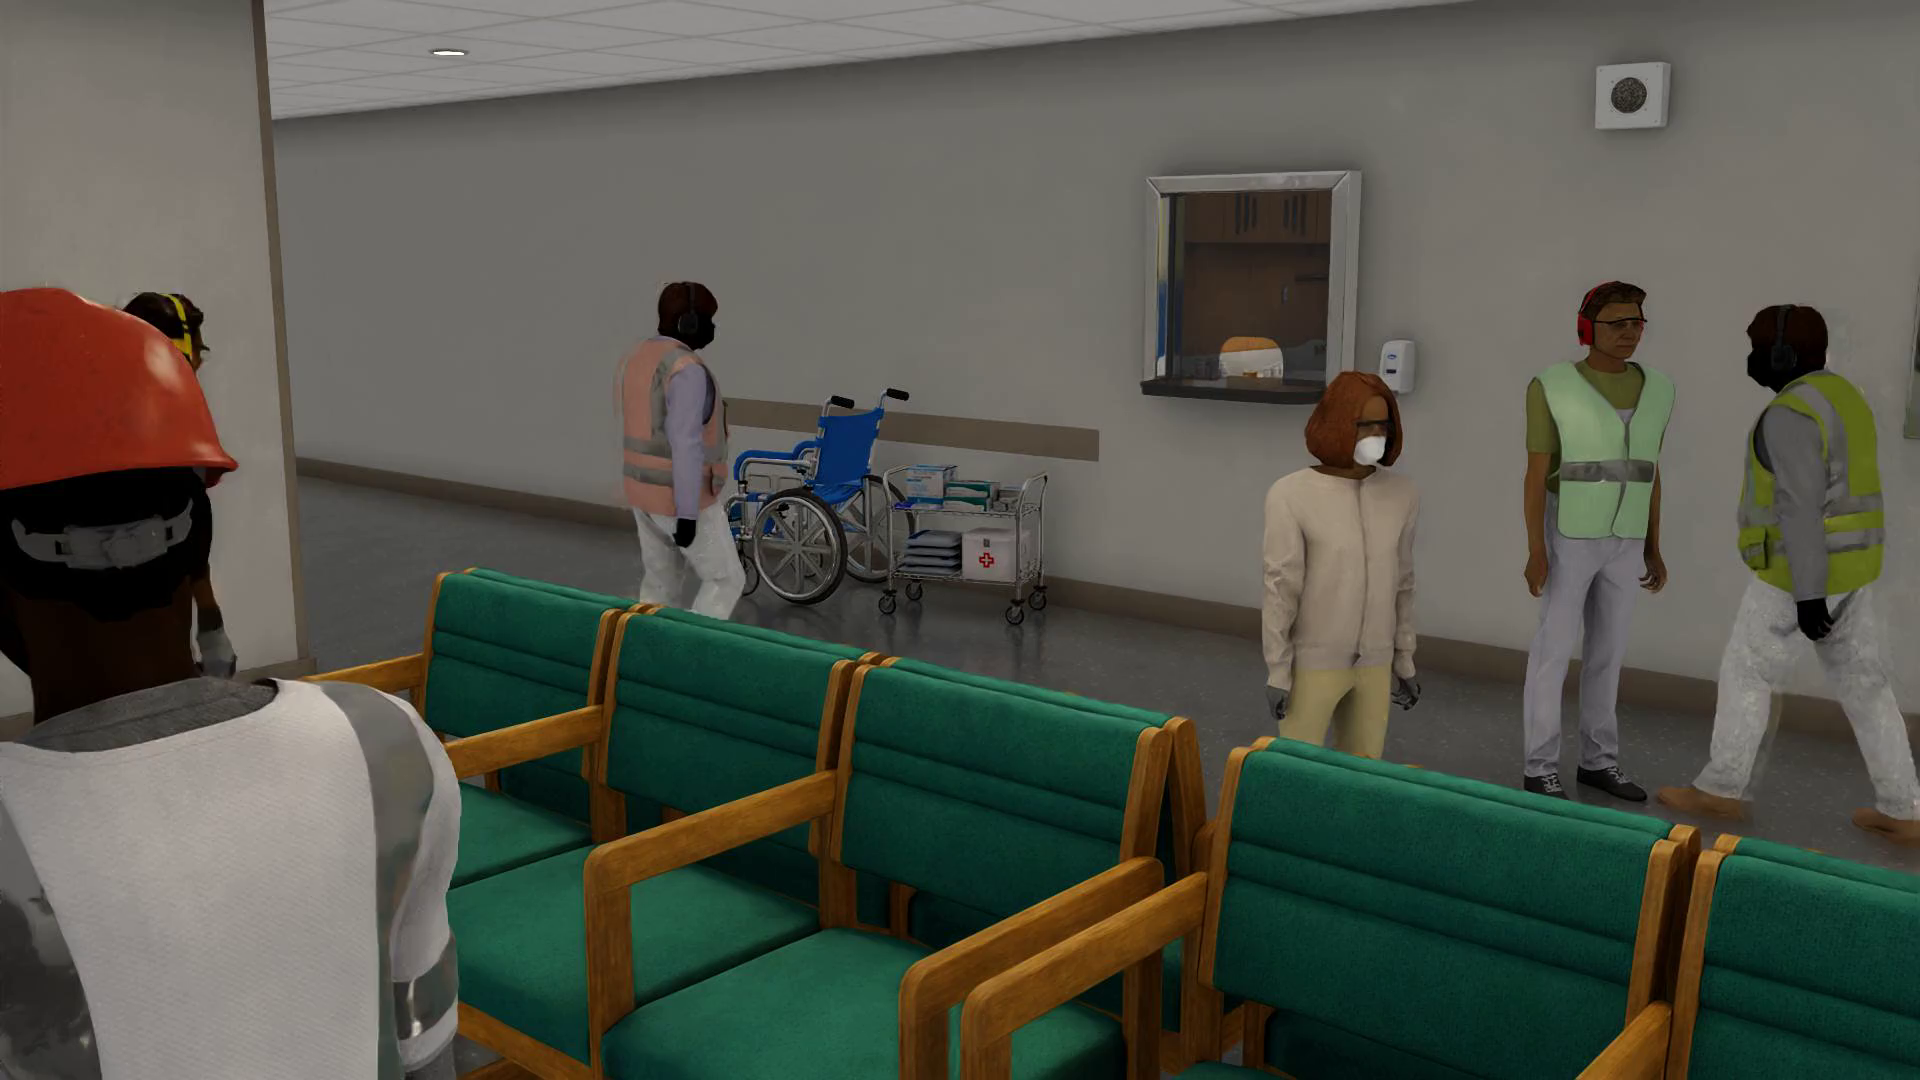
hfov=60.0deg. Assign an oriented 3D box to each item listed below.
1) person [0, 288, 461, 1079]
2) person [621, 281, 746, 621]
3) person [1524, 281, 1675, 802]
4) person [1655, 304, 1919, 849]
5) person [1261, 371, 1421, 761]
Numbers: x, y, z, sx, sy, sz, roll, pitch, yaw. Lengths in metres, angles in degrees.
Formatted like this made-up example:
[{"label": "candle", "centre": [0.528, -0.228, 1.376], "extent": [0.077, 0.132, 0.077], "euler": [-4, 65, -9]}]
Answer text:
[{"label": "person", "centre": [-0.674, 0.758, 1.427], "extent": [0.388, 1.925, 0.548], "euler": [6, 12, 32]}, {"label": "person", "centre": [-1.174, -0.166, 6.983], "extent": [0.461, 1.821, 0.620], "euler": [-7, 12, -36]}, {"label": "person", "centre": [2.230, 0.017, 5.873], "extent": [0.565, 1.846, 0.390], "euler": [-3, 10, -18]}, {"label": "person", "centre": [2.875, 0.114, 5.547], "extent": [0.645, 1.785, 0.818], "euler": [-9, 13, -41]}, {"label": "person", "centre": [1.041, 0.355, 4.556], "extent": [0.498, 1.632, 0.289], "euler": [-4, 11, -24]}]
